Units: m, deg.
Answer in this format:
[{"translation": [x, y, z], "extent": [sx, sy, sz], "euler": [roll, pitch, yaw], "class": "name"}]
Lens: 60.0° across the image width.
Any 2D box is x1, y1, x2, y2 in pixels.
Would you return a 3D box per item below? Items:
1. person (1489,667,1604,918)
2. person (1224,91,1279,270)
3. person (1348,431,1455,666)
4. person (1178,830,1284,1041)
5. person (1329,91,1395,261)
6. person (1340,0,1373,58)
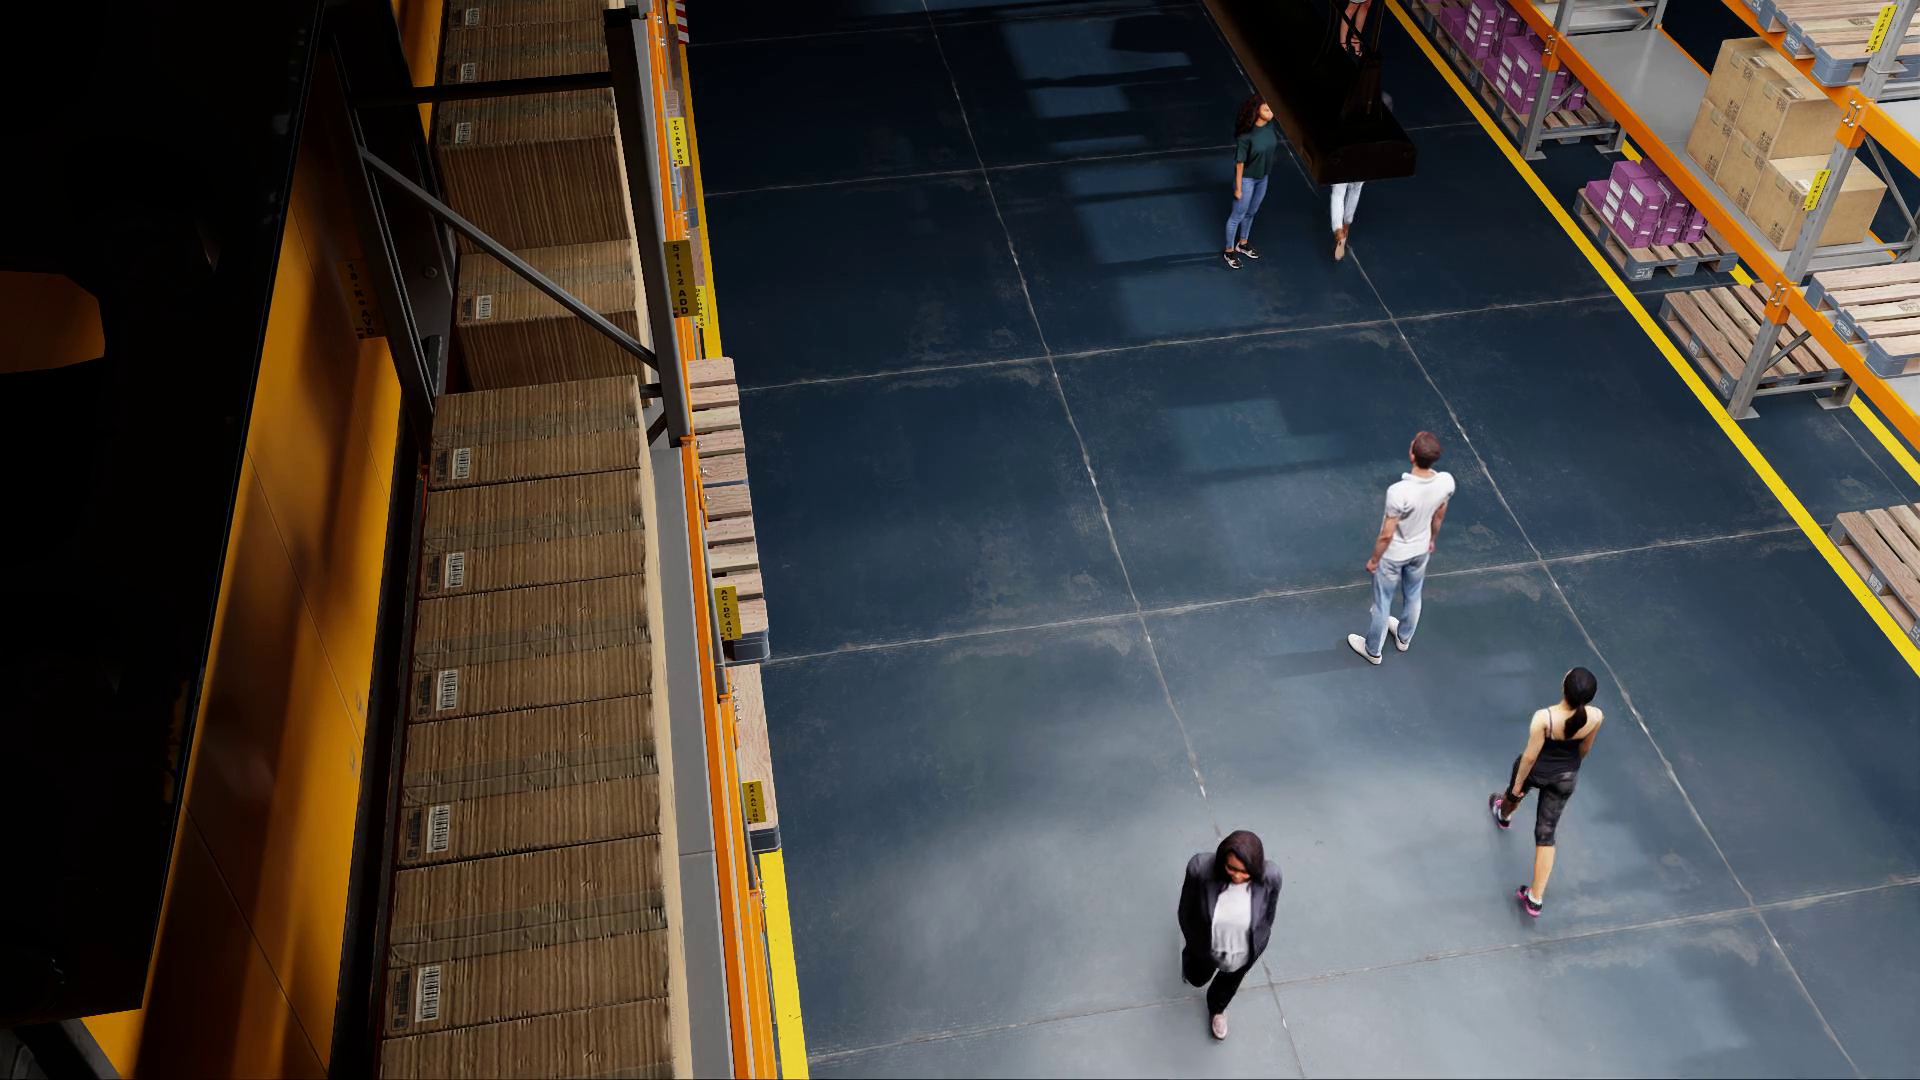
[{"translation": [3.379, 1.429, 9.499], "extent": [0.745, 1.679, 1.210], "euler": [0, 44, 0], "class": "person"}, {"translation": [2.505, -3.130, 14.330], "extent": [0.699, 1.616, 0.729], "euler": [-29, 51, -27], "class": "person"}, {"translation": [2.882, 0.063, 10.808], "extent": [0.709, 1.850, 0.629], "euler": [-17, 46, -17], "class": "person"}, {"translation": [1.425, 2.040, 8.924], "extent": [0.750, 1.587, 0.856], "euler": [2, 44, 2], "class": "person"}, {"translation": [3.396, -3.280, 14.346], "extent": [0.863, 1.811, 1.124], "euler": [5, 44, 5], "class": "person"}, {"translation": [4.142, -5.771, 16.953], "extent": [0.682, 1.822, 0.674], "euler": [-26, 50, -25], "class": "person"}]
